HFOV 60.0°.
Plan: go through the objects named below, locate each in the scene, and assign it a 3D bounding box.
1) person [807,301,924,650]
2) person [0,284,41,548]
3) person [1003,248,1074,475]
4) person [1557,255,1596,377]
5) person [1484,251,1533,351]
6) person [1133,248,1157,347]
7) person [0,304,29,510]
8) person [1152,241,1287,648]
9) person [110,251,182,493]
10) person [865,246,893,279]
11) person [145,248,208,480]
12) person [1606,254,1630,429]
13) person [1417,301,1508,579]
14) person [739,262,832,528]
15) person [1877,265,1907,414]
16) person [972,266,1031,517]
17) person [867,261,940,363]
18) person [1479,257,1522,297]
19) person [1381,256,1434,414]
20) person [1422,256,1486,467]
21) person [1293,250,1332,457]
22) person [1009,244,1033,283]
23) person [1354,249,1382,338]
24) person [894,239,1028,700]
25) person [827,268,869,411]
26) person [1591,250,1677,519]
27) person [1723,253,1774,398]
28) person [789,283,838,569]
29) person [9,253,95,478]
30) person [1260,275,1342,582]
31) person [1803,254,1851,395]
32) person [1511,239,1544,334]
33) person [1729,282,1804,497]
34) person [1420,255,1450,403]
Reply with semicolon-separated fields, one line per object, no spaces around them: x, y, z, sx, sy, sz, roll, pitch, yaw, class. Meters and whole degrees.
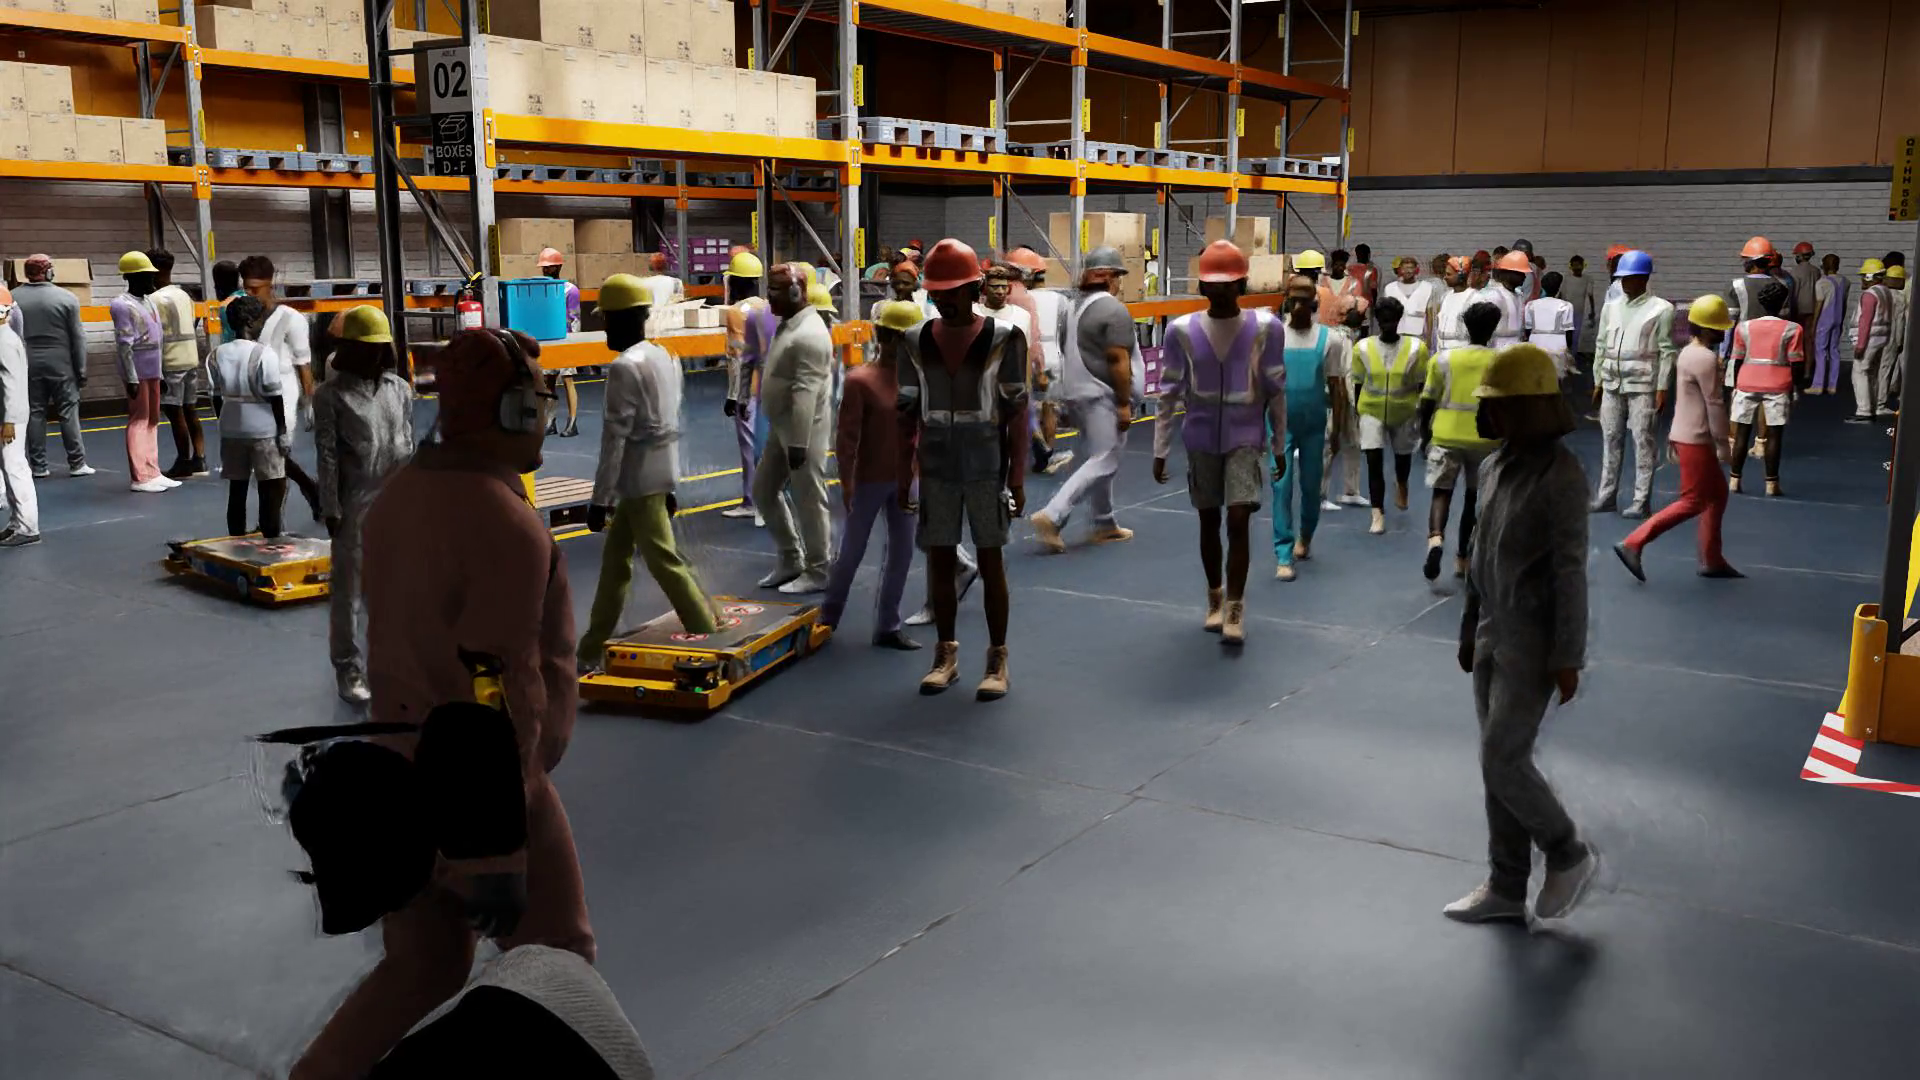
-0.429;-0.307;8.191;0.587;1.735;0.605;-8;13;-36;person
-6.348;-0.833;11.028;0.319;1.755;0.572;-7;13;-36;person
0.562;-1.463;13.980;1.011;1.943;0.653;-4;11;-23;person
9.183;-3.336;24.818;0.617;1.790;1.049;1;10;8;person
4.993;-1.673;15.203;0.554;1.921;0.410;-9;14;-42;person
2.454;-2.996;22.547;0.363;1.928;0.587;-6;12;-30;person
-7.338;-1.183;12.505;0.612;1.925;0.505;-7;12;-33;person
1.282;-0.466;8.287;0.649;2.004;0.940;3;11;15;person
-6.585;-1.351;13.423;0.360;1.930;0.587;-1;10;-4;person
-1.136;-3.514;25.420;0.649;1.931;0.397;2;10;9;person
-6.674;-1.483;14.100;0.393;1.957;0.606;0;10;-1;person
7.147;-2.139;17.961;0.437;1.872;0.734;7;13;36;person
2.967;-0.564;9.780;0.576;1.668;0.675;4;11;23;person
-1.190;-0.965;11.429;0.643;1.876;0.652;-1;10;-5;person
10.797;-2.323;19.364;0.325;1.731;0.488;-3;11;-17;person
0.244;-1.078;12.183;0.560;1.836;0.394;-2;10;-10;person
-0.383;-1.180;12.656;0.595;1.866;0.547;5;11;24;person
5.617;-2.014;17.332;0.509;1.846;0.342;9;14;41;person
5.149;-2.345;19.204;0.580;1.832;0.458;3;11;18;person
4.437;-1.586;14.854;0.361;1.884;0.574;-3;11;-18;person
3.264;-1.737;15.571;0.366;1.927;0.591;6;12;29;person
0.919;-3.473;25.108;0.373;1.957;0.606;-2;10;-11;person
6.868;-4.056;28.465;0.410;1.912;0.643;-9;14;-42;person
-0.006;-0.304;7.364;0.618;2.028;0.410;3;11;16;person
-1.156;-2.184;18.112;0.601;1.906;0.386;-5;11;-24;person
4.893;-1.131;12.152;0.404;1.945;0.615;-7;12;-34;person
10.123;-2.733;21.188;0.950;1.887;0.568;-9;14;-42;person
-0.912;-0.694;10.267;0.339;1.759;0.524;0;10;0;person
-7.774;-1.476;14.180;0.642;1.909;0.399;-2;10;-11;person
2.059;-0.699;10.128;0.513;1.823;0.809;2;10;13;person
11.382;-2.824;21.830;0.507;1.842;0.346;-3;11;-16;person
7.495;-3.024;22.388;0.690;2.000;0.538;-9;14;-42;person
6.398;-1.194;13.215;0.531;1.691;0.318;8;13;39;person
5.923;-2.614;20.682;0.399;1.833;0.539;0;10;-2;person
